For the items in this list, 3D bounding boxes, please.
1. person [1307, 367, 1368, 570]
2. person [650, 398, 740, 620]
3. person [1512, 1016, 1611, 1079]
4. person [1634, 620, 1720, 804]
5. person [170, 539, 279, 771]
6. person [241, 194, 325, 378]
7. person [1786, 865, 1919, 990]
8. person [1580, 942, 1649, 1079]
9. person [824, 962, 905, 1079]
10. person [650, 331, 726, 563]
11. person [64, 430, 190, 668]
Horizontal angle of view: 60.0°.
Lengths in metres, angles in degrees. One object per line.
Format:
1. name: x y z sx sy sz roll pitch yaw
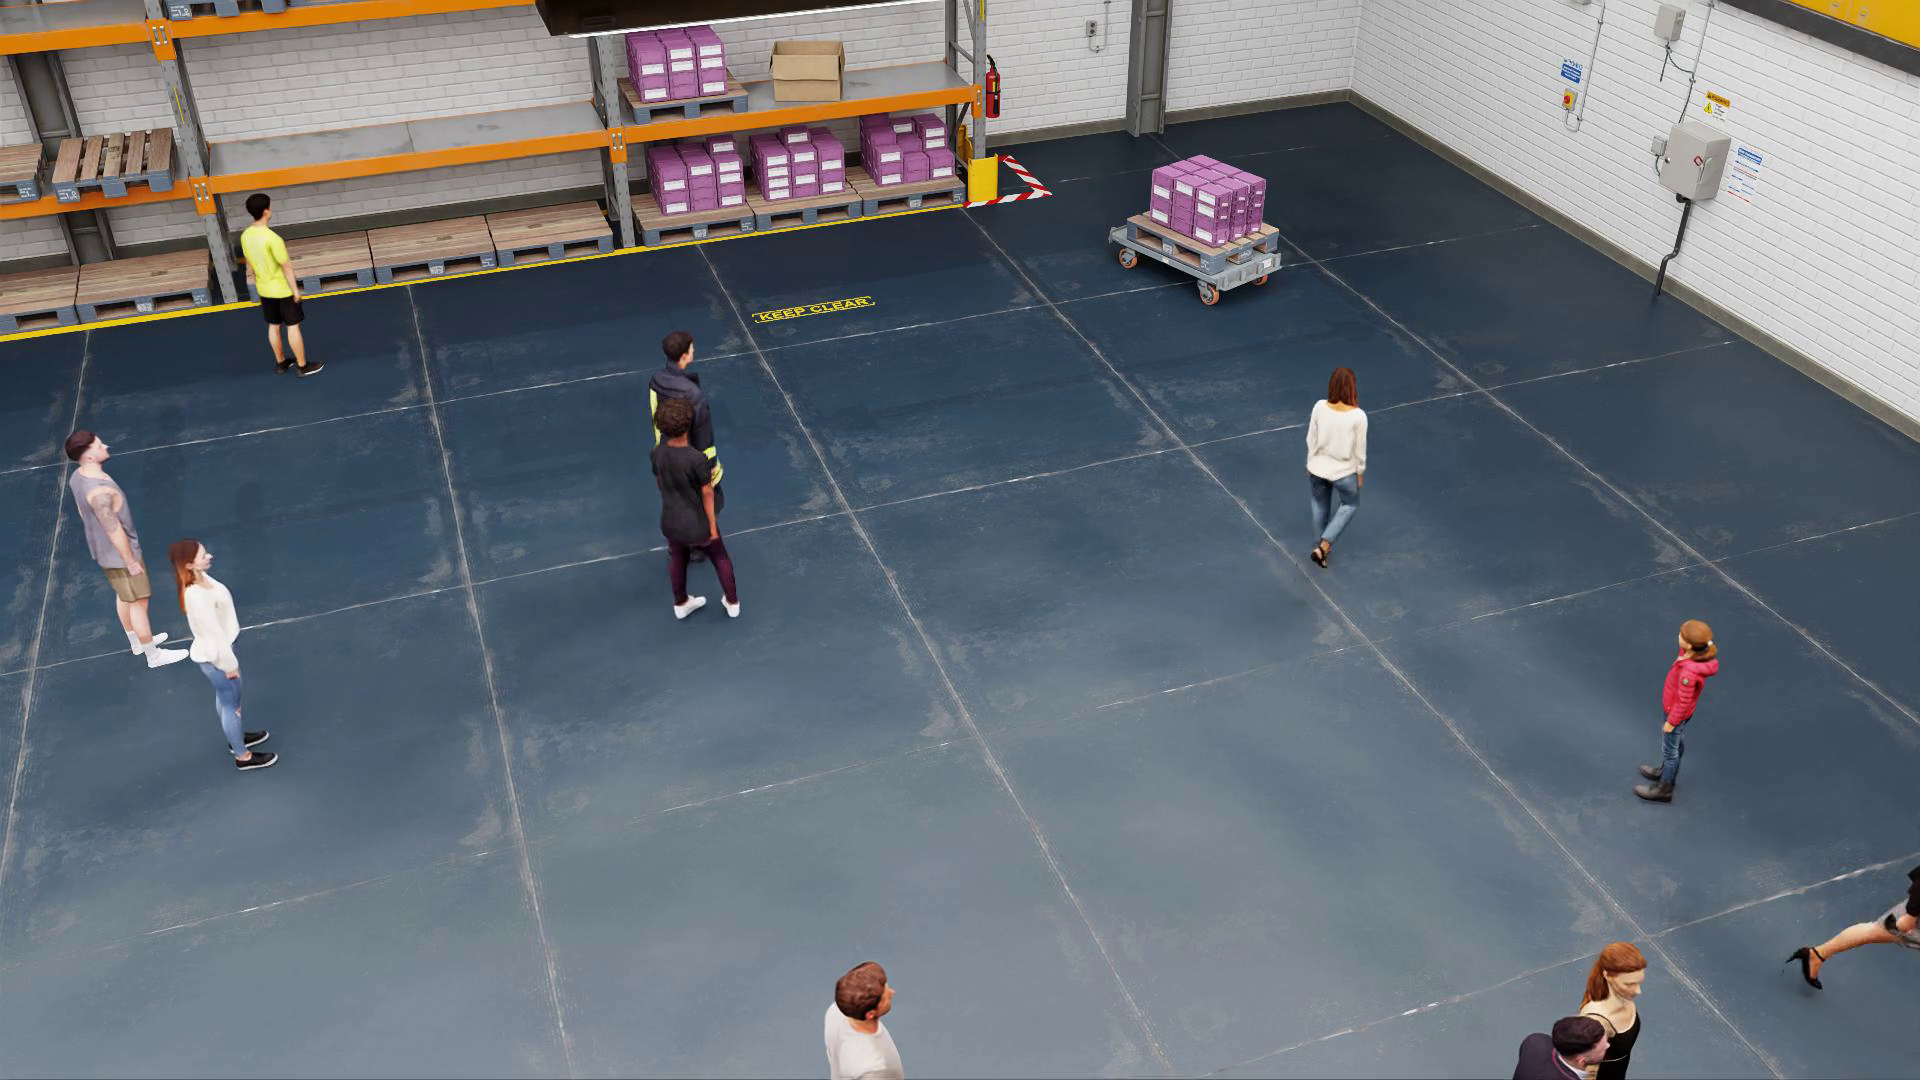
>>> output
1. person: 2.732 -0.483 12.277 0.792 1.673 0.849 22 40 30
2. person: -1.961 -0.165 11.716 0.800 1.764 0.881 15 37 22
3. person: 2.541 2.724 7.298 0.641 1.844 0.710 -3 34 -5
4. person: 4.459 1.052 10.291 0.648 1.315 0.576 18 37 24
5. person: -4.675 0.710 10.464 0.590 1.693 0.651 -17 37 -24
6. person: -6.154 -2.284 14.955 0.673 1.708 0.746 13 36 18
7. person: 4.930 1.866 8.635 1.052 1.791 1.178 26 41 33
8. person: 2.959 2.501 7.830 0.735 1.625 0.652 23 40 30
9. person: -0.412 2.597 7.434 0.592 1.905 0.674 -14 36 -20
10. person: -2.080 -0.624 12.268 0.948 1.918 0.962 28 43 35
11. person: -5.758 0.061 11.365 0.725 1.847 0.718 -29 43 -36
